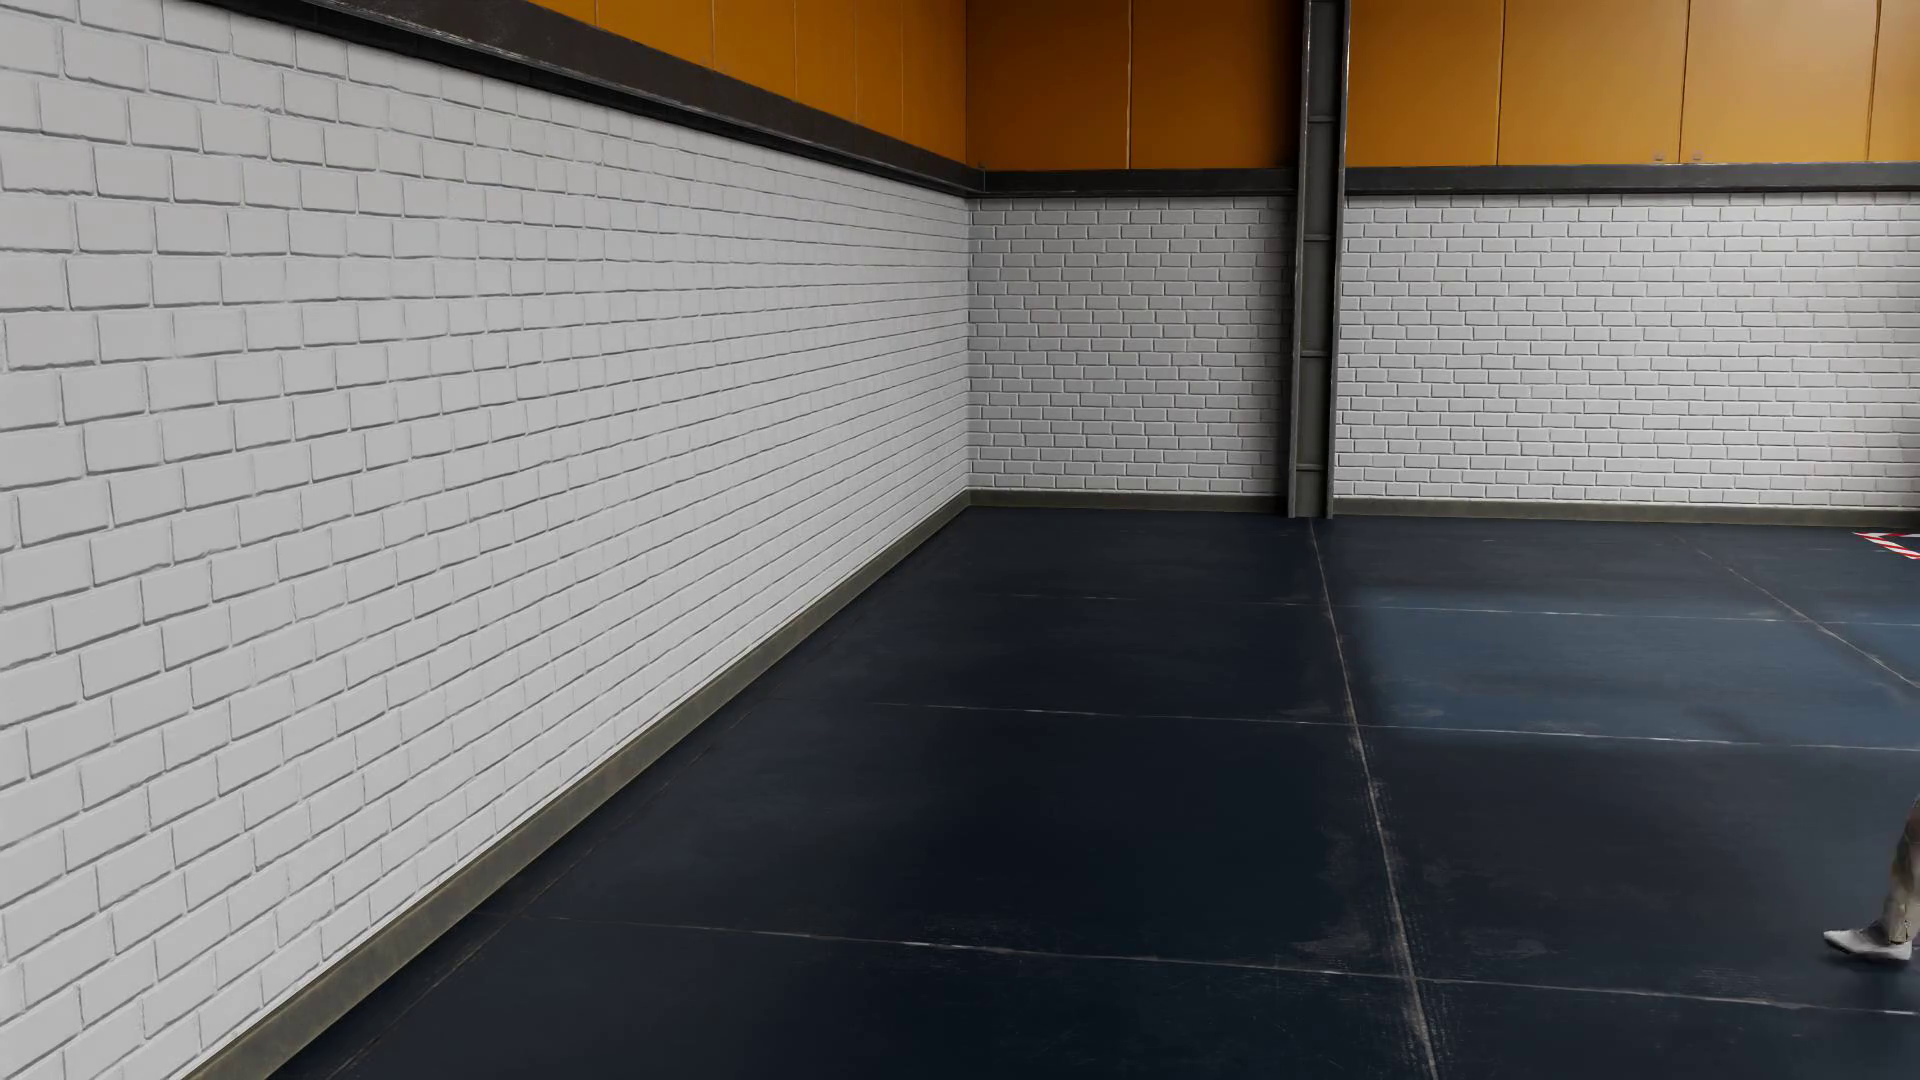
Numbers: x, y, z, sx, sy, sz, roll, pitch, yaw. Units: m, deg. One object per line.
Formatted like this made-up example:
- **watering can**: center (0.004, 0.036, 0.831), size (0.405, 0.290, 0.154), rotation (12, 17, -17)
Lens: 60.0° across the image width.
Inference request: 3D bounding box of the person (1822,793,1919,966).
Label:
- **person**: center (3.131, 0.579, 5.221), size (0.754, 1.608, 0.541), rotation (6, 11, 33)
